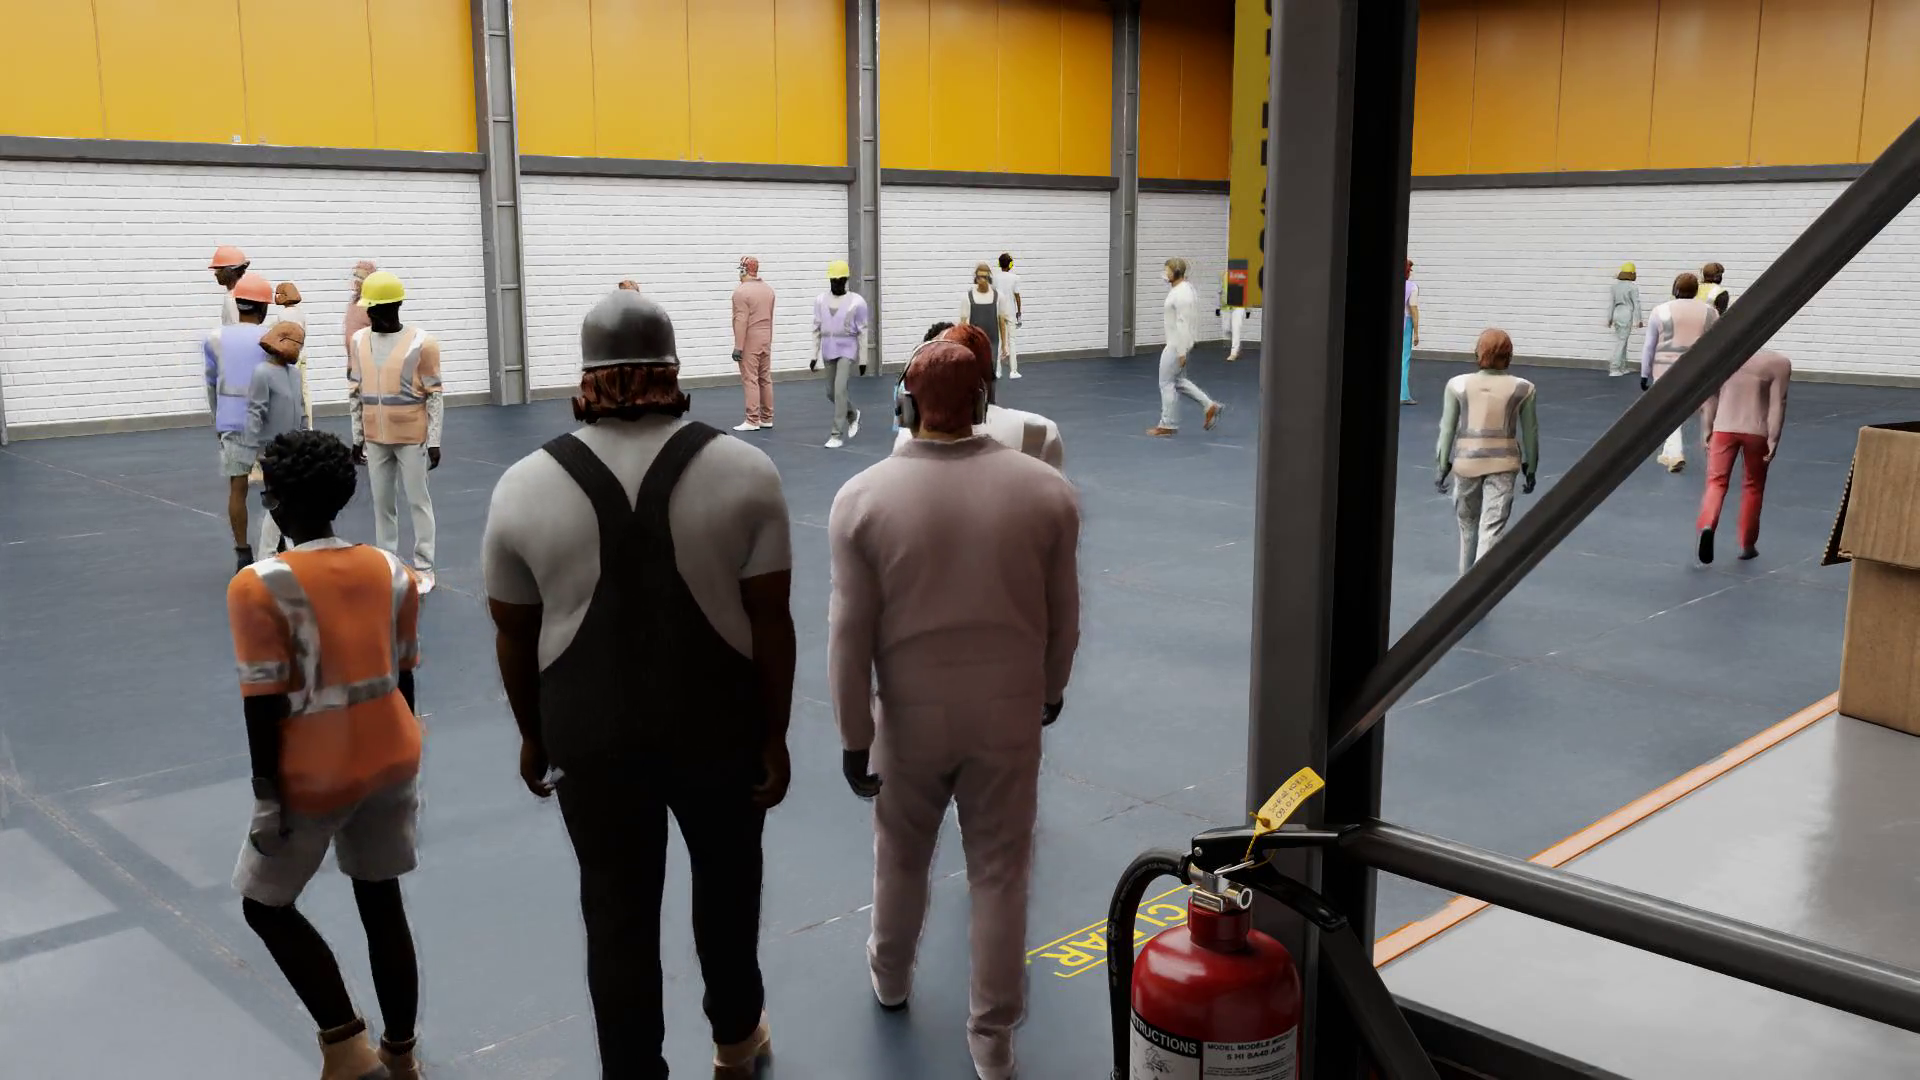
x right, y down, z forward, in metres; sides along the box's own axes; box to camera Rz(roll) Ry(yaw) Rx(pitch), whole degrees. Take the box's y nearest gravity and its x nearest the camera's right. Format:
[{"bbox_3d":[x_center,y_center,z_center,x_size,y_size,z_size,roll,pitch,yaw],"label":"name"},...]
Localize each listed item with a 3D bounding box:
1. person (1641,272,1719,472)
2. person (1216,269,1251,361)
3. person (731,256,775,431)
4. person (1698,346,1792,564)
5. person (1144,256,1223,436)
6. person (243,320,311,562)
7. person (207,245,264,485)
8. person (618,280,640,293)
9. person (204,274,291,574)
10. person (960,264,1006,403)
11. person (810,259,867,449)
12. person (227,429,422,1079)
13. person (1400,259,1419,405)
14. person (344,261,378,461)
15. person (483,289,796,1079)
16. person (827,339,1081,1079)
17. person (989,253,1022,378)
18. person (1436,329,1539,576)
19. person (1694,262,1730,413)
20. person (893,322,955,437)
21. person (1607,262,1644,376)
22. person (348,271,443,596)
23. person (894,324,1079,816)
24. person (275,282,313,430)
[{"bbox_3d":[6.540,-1.528,15.129,0.632,1.808,0.910,1,10,5],"label":"person"},{"bbox_3d":[4.730,-3.994,28.532,0.634,1.818,0.720,7,13,34],"label":"person"},{"bbox_3d":[-2.293,-2.145,18.211,0.399,1.908,0.643,6,12,28],"label":"person"},{"bbox_3d":[5.056,-0.697,10.775,0.520,1.735,0.755,7,13,35],"label":"person"},{"bbox_3d":[2.381,-2.044,17.632,0.732,1.917,0.633,2,11,9],"label":"person"},{"bbox_3d":[-4.128,-0.544,10.279,0.605,1.602,0.561,1,10,5],"label":"person"},{"bbox_3d":[-6.189,-1.490,14.263,0.387,2.041,0.615,-3,11,-15],"label":"person"},{"bbox_3d":[-3.648,-2.064,18.486,0.513,1.642,0.313,9,13,39],"label":"person"},{"bbox_3d":[-4.517,-0.746,10.652,0.558,1.881,0.965,-2,11,-11],"label":"person"},{"bbox_3d":[0.253,-2.202,18.800,0.533,1.798,0.953,0,10,-1],"label":"person"},{"bbox_3d":[-1.188,-1.908,16.937,0.592,1.903,0.830,5,12,27],"label":"person"},{"bbox_3d":[-1.503,0.570,4.027,0.390,1.670,0.552,6,12,29],"label":"person"},{"bbox_3d":[5.516,-2.613,20.949,0.392,1.837,0.563,-8,13,-39],"label":"person"},{"bbox_3d":[-5.532,-1.648,15.557,0.409,1.891,0.691,-10,14,-43],"label":"person"},{"bbox_3d":[-0.741,0.396,3.983,0.707,2.000,0.817,-1,10,-5],"label":"person"},{"bbox_3d":[-0.018,0.417,4.330,0.662,1.869,0.791,-1,10,-6],"label":"person"},{"bbox_3d":[0.680,-3.350,24.872,0.518,1.874,0.330,3,11,17],"label":"person"},{"bbox_3d":[3.020,-0.399,9.503,0.542,1.590,0.859,5,11,24],"label":"person"},{"bbox_3d":[8.818,-2.388,19.775,0.598,1.827,0.632,-4,11,-19],"label":"person"},{"bbox_3d":[-0.078,-0.379,9.256,0.549,1.652,0.856,1,10,7],"label":"person"},{"bbox_3d":[10.198,-3.356,25.339,0.773,1.720,0.498,-4,11,-23],"label":"person"},{"bbox_3d":[-3.352,-0.622,9.865,0.585,1.921,0.383,2,11,13],"label":"person"},{"bbox_3d":[0.074,0.183,5.693,0.614,1.834,0.929,-1,10,-4],"label":"person"},{"bbox_3d":[-7.126,-1.925,17.753,0.275,1.632,0.507,0,10,2],"label":"person"}]
